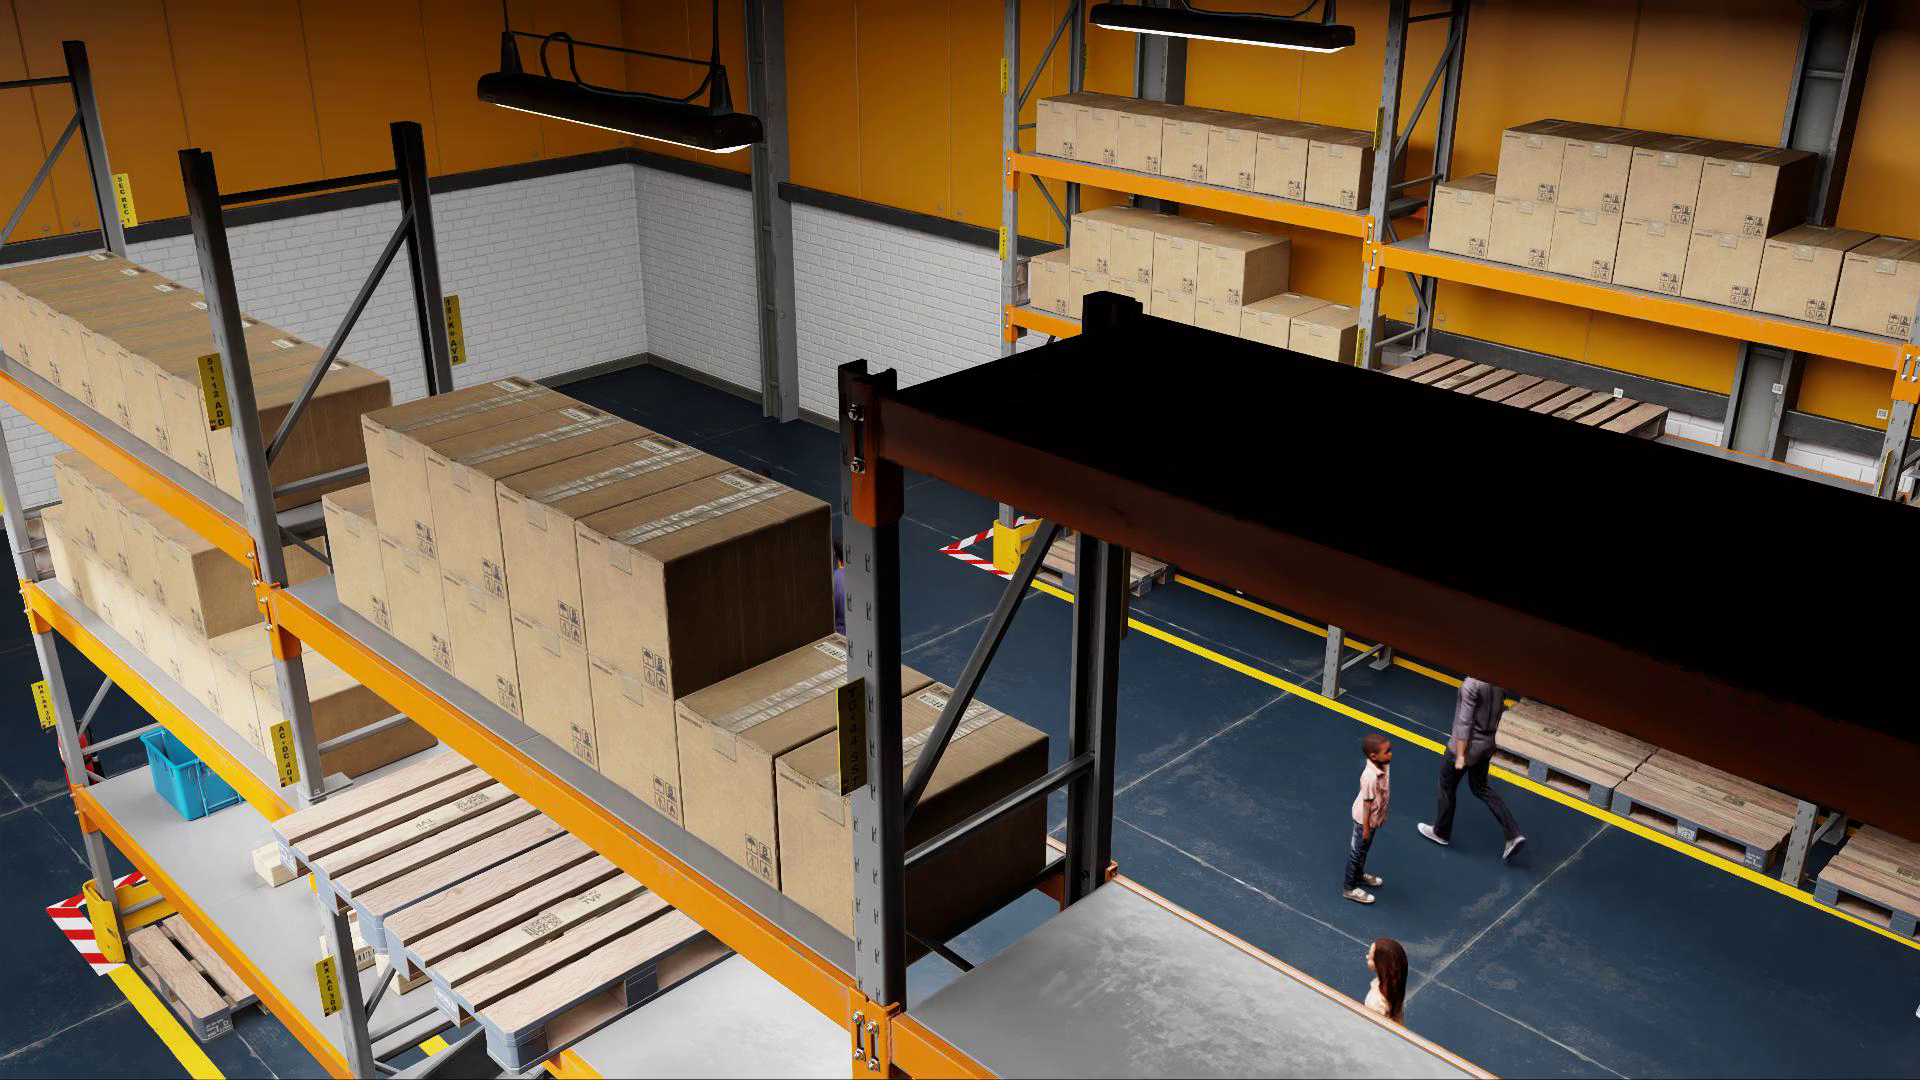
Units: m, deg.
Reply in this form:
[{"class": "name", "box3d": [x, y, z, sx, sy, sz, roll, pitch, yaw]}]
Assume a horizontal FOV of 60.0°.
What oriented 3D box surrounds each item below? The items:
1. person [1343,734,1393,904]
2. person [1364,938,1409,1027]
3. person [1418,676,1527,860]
[{"class": "person", "box3d": [2.916, 1.967, 11.921, 0.547, 1.306, 0.542, 11, 26, 24]}, {"class": "person", "box3d": [2.456, 2.937, 9.525, 1.041, 1.449, 0.768, 12, 26, 25]}, {"class": "person", "box3d": [3.862, 1.529, 12.264, 0.782, 1.833, 1.076, -17, 29, -33]}]
